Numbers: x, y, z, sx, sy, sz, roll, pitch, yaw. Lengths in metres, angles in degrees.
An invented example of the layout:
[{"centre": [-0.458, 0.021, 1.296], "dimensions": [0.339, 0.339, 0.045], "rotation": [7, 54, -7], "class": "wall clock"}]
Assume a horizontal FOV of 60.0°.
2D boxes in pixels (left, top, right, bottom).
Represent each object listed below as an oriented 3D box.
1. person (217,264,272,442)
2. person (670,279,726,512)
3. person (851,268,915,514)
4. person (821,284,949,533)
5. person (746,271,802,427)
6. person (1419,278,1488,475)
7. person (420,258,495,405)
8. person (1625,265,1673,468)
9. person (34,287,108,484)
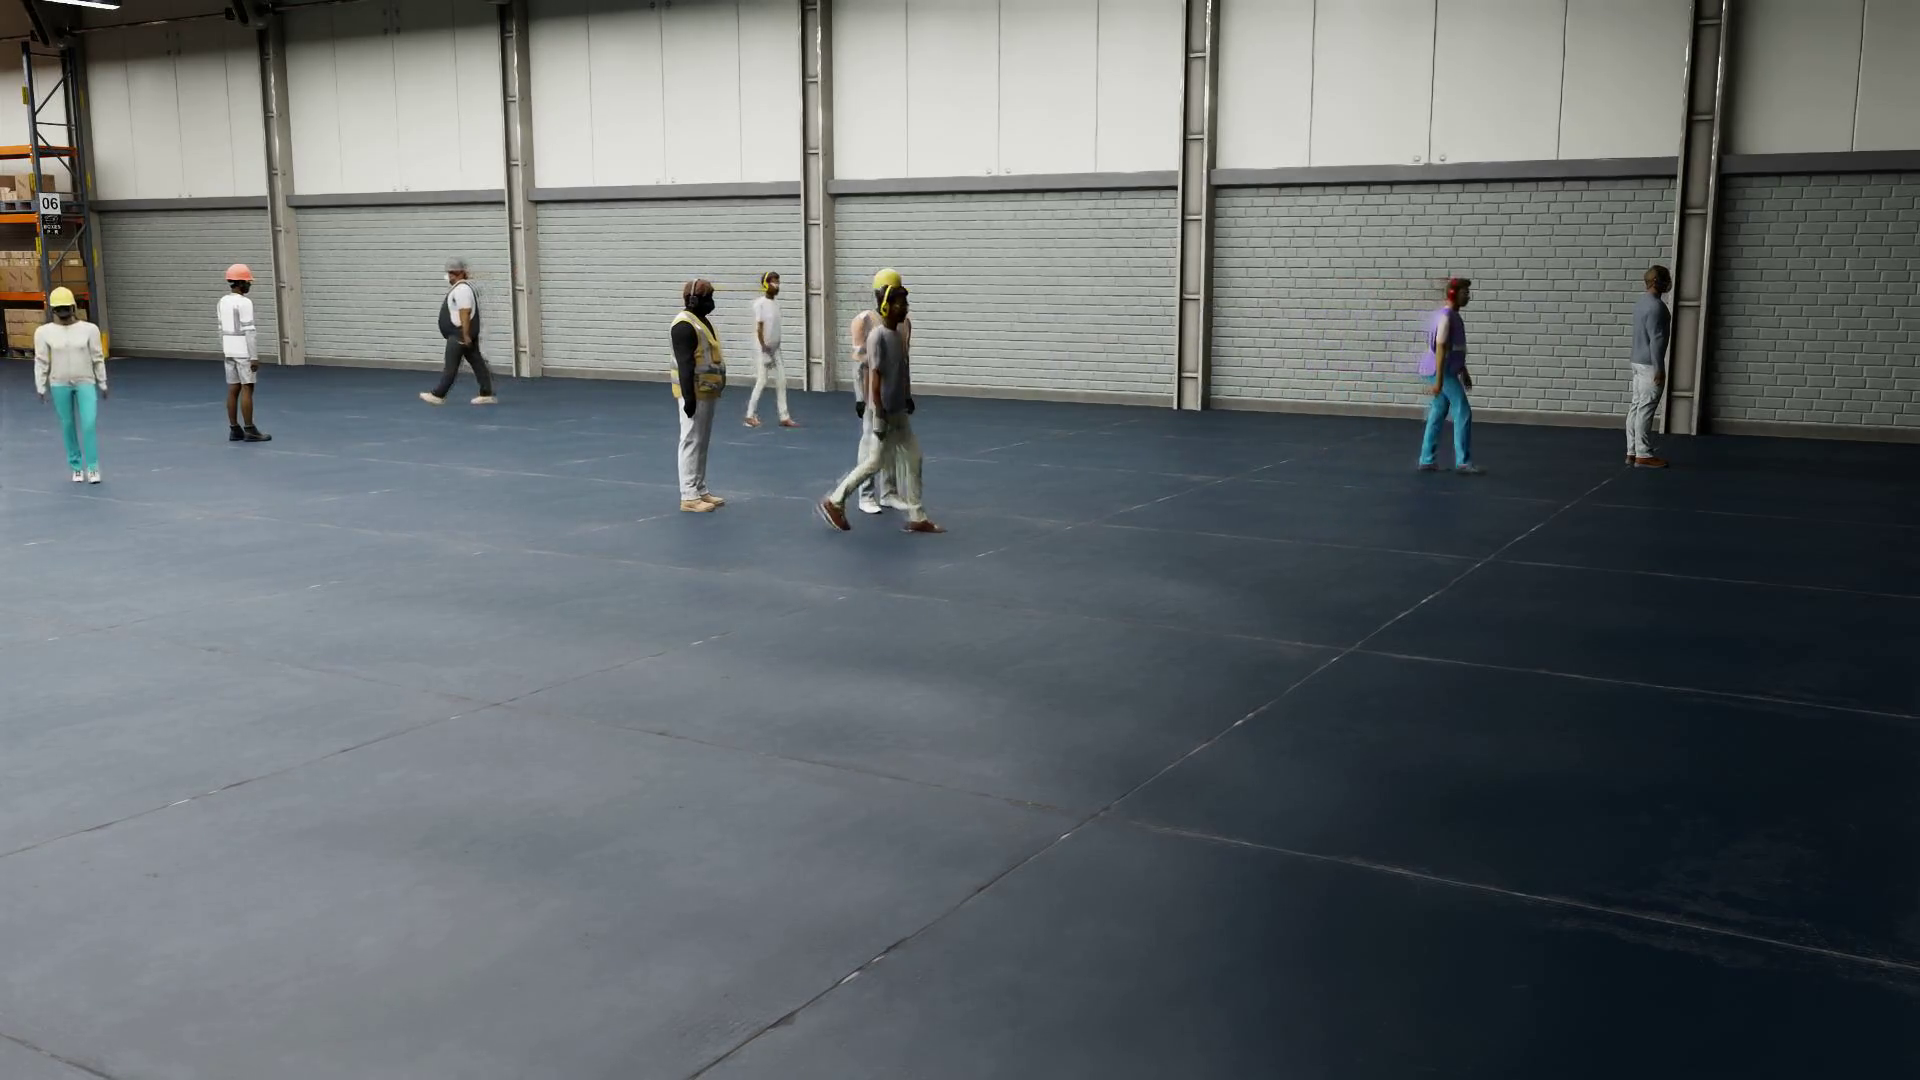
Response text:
[{"centre": [-7.841, -2.038, 18.170], "dimensions": [0.547, 1.938, 0.379], "rotation": [7, 12, 34], "class": "person"}, {"centre": [-2.075, -1.152, 13.265], "dimensions": [0.428, 1.842, 0.631], "rotation": [1, 10, 7], "class": "person"}, {"centre": [-0.588, -1.173, 13.148], "dimensions": [0.593, 1.923, 0.382], "rotation": [-9, 13, -44], "class": "person"}, {"centre": [-0.571, -0.947, 12.145], "dimensions": [0.911, 1.834, 0.536], "rotation": [4, 10, 21], "class": "person"}, {"centre": [-2.235, -2.242, 19.672], "dimensions": [0.575, 1.876, 0.547], "rotation": [5, 11, 29], "class": "person"}, {"centre": [4.655, -1.511, 15.450], "dimensions": [0.769, 1.819, 0.570], "rotation": [4, 10, 20], "class": "person"}, {"centre": [-6.863, -2.852, 22.635], "dimensions": [1.000, 2.000, 0.690], "rotation": [-1, 10, -8], "class": "person"}, {"centre": [6.643, -1.667, 15.997], "dimensions": [0.372, 1.940, 0.630], "rotation": [1, 10, 7], "class": "person"}, {"centre": [-7.861, -1.352, 14.707], "dimensions": [0.548, 1.734, 0.750], "rotation": [-4, 11, -25], "class": "person"}]
